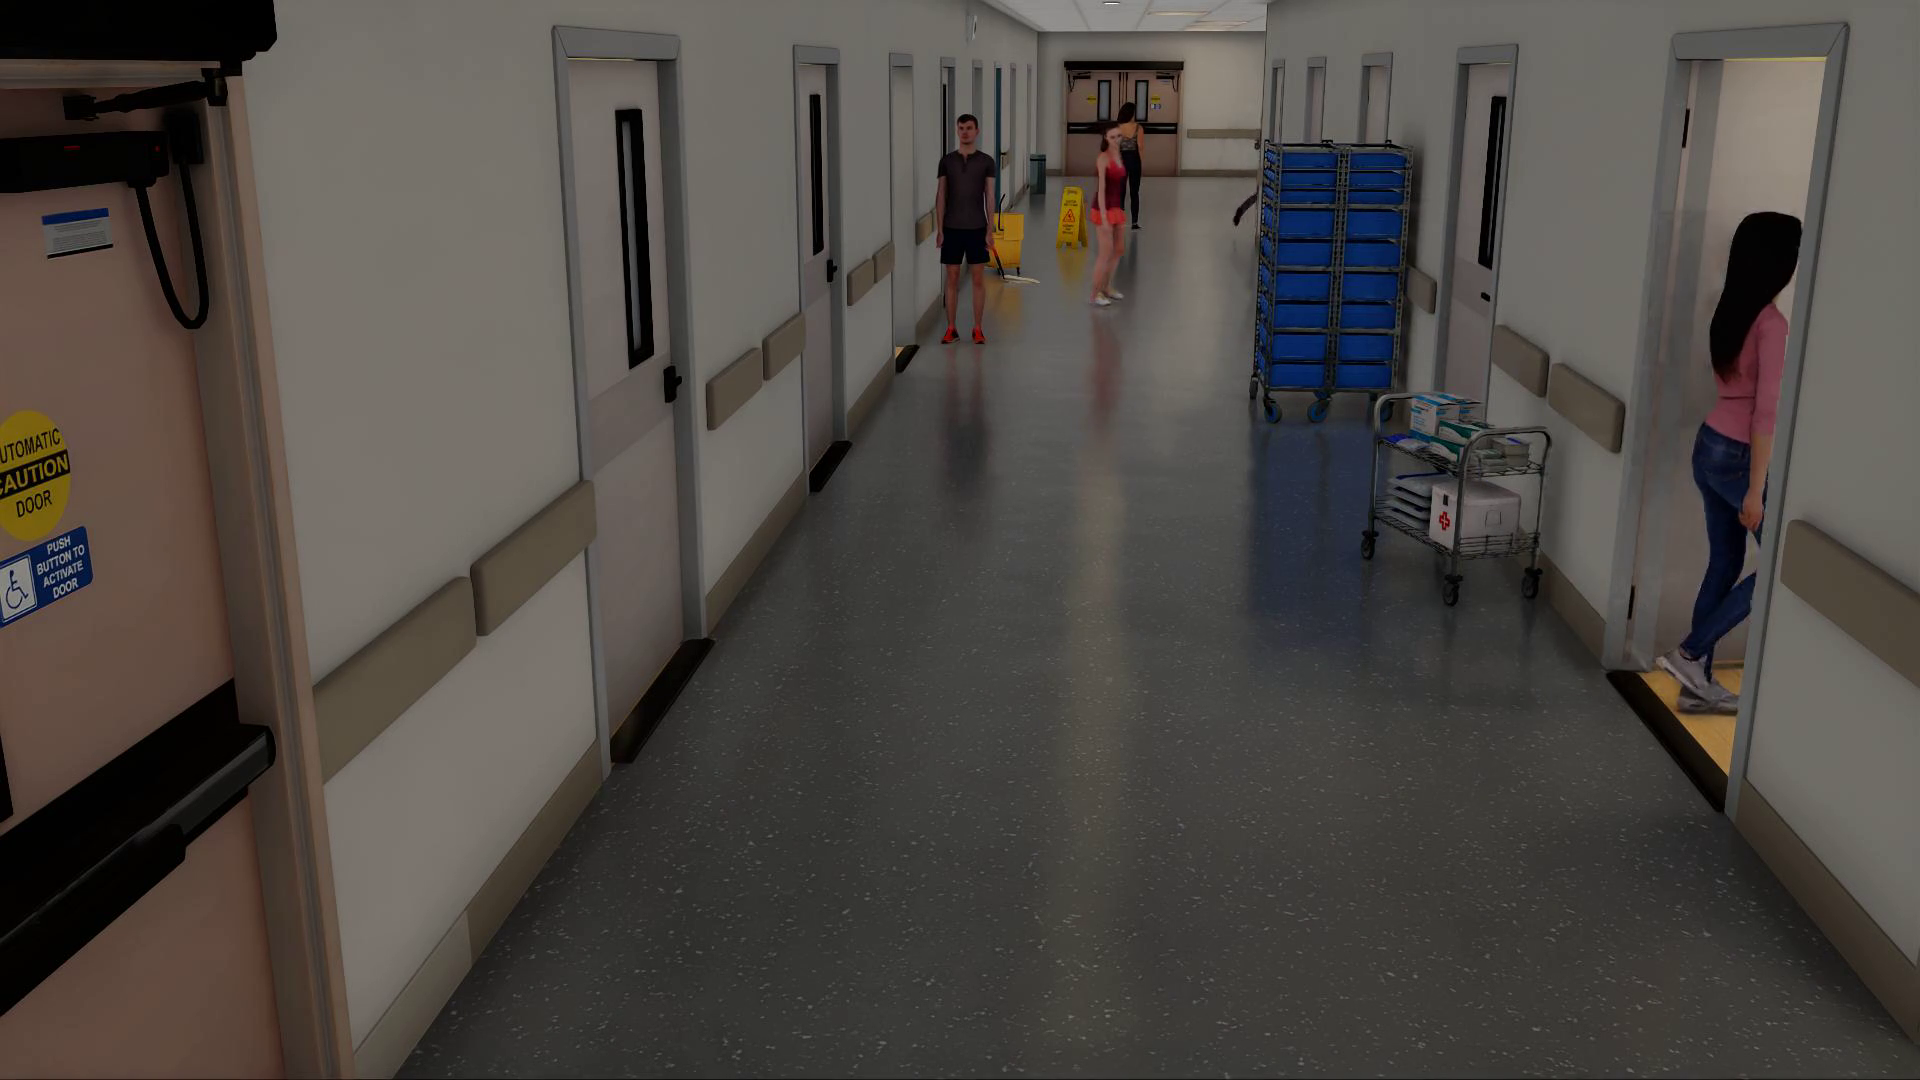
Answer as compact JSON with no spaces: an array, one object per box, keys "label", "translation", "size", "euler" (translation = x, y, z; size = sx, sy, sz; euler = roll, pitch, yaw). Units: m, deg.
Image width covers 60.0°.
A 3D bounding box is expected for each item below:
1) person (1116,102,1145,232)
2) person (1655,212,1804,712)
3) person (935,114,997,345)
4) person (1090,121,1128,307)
[{"label":"person","translation":[2.377,-5.277,23.490],"size":[0.643,1.770,0.588],"euler":[4,16,15]},{"label":"person","translation":[2.589,-0.247,5.722],"size":[0.663,1.729,0.572],"euler":[2,16,7]},{"label":"person","translation":[0.049,-2.547,13.651],"size":[0.637,1.853,0.532],"euler":[1,16,4]},{"label":"person","translation":[1.387,-3.092,15.830],"size":[0.865,1.720,0.740],"euler":[5,17,18]}]
